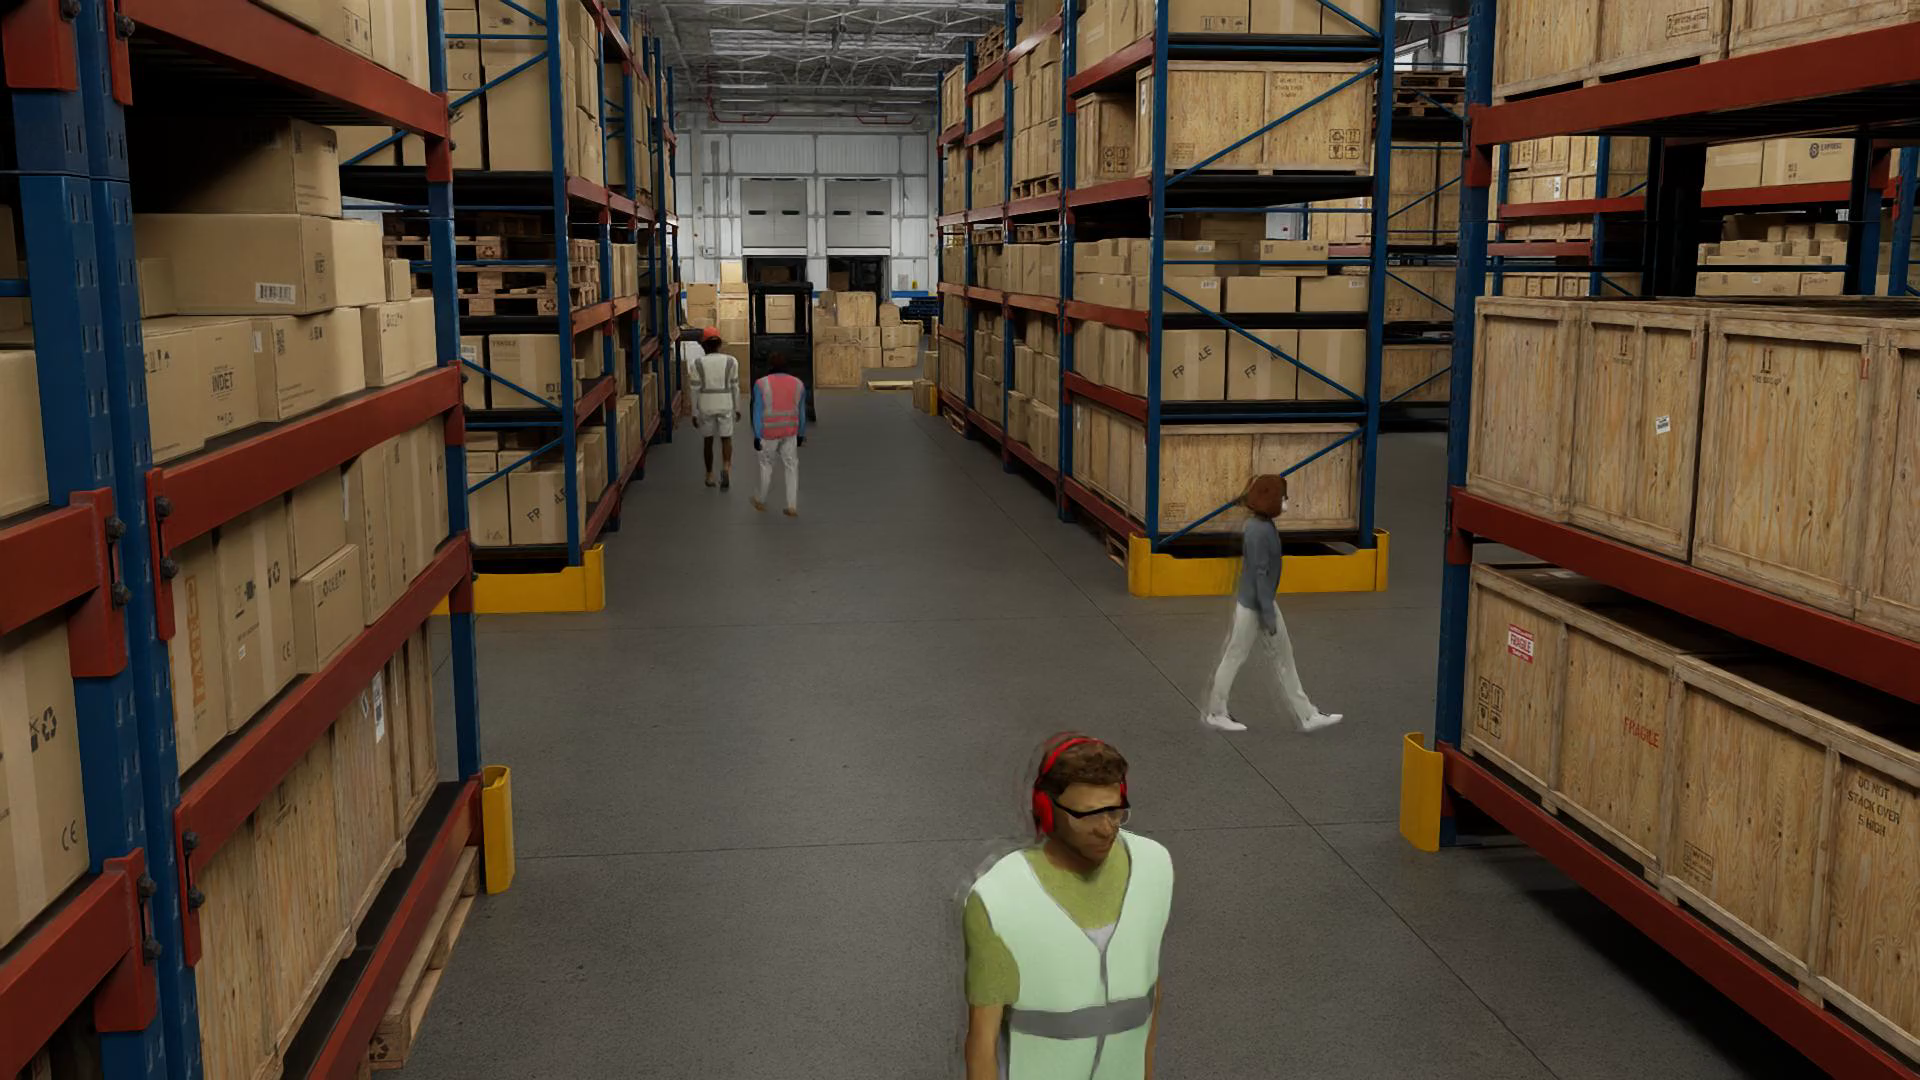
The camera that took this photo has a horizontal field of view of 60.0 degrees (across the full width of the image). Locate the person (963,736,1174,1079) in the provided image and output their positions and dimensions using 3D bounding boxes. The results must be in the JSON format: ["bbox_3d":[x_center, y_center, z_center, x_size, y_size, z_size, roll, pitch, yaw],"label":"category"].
[{"bbox_3d":[0.295,1.347,3.860,0.596,1.793,0.951,-5,11,-26],"label":"person"}]

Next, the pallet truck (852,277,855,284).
[{"bbox_3d":[-3.782,-9.391,65.808,1.885,1.965,0.823,2,10,10],"label":"pallet truck"}]

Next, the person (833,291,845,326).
[{"bbox_3d":[-3.181,-5.859,45.510,0.592,1.914,0.398,-4,11,-22],"label":"person"}]

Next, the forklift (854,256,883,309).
[{"bbox_3d":[-3.037,-8.050,55.429,1.129,2.768,1.873,-6,12,-33],"label":"forklift"}]

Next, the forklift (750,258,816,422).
[{"bbox_3d":[-3.136,-3.528,29.105,1.129,2.768,1.873,-1,10,-7],"label":"forklift"}]

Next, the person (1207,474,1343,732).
[{"bbox_3d":[1.880,0.401,9.966,0.850,1.584,0.519,4,11,22],"label":"person"}]

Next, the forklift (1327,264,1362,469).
[{"bbox_3d":[4.428,-2.248,21.651,1.129,2.768,1.873,6,12,33],"label":"forklift"}]

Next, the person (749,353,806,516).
[{"bbox_3d":[-2.069,-1.191,18.633,0.665,1.800,0.923,-5,11,-27],"label":"person"}]

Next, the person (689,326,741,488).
[{"bbox_3d":[-3.023,-1.632,20.562,0.643,2.029,0.719,-2,10,-13],"label":"person"}]

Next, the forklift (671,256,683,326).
[{"bbox_3d":[-11.356,-9.574,64.303,1.129,2.768,1.873,-1,10,-7],"label":"forklift"}]
